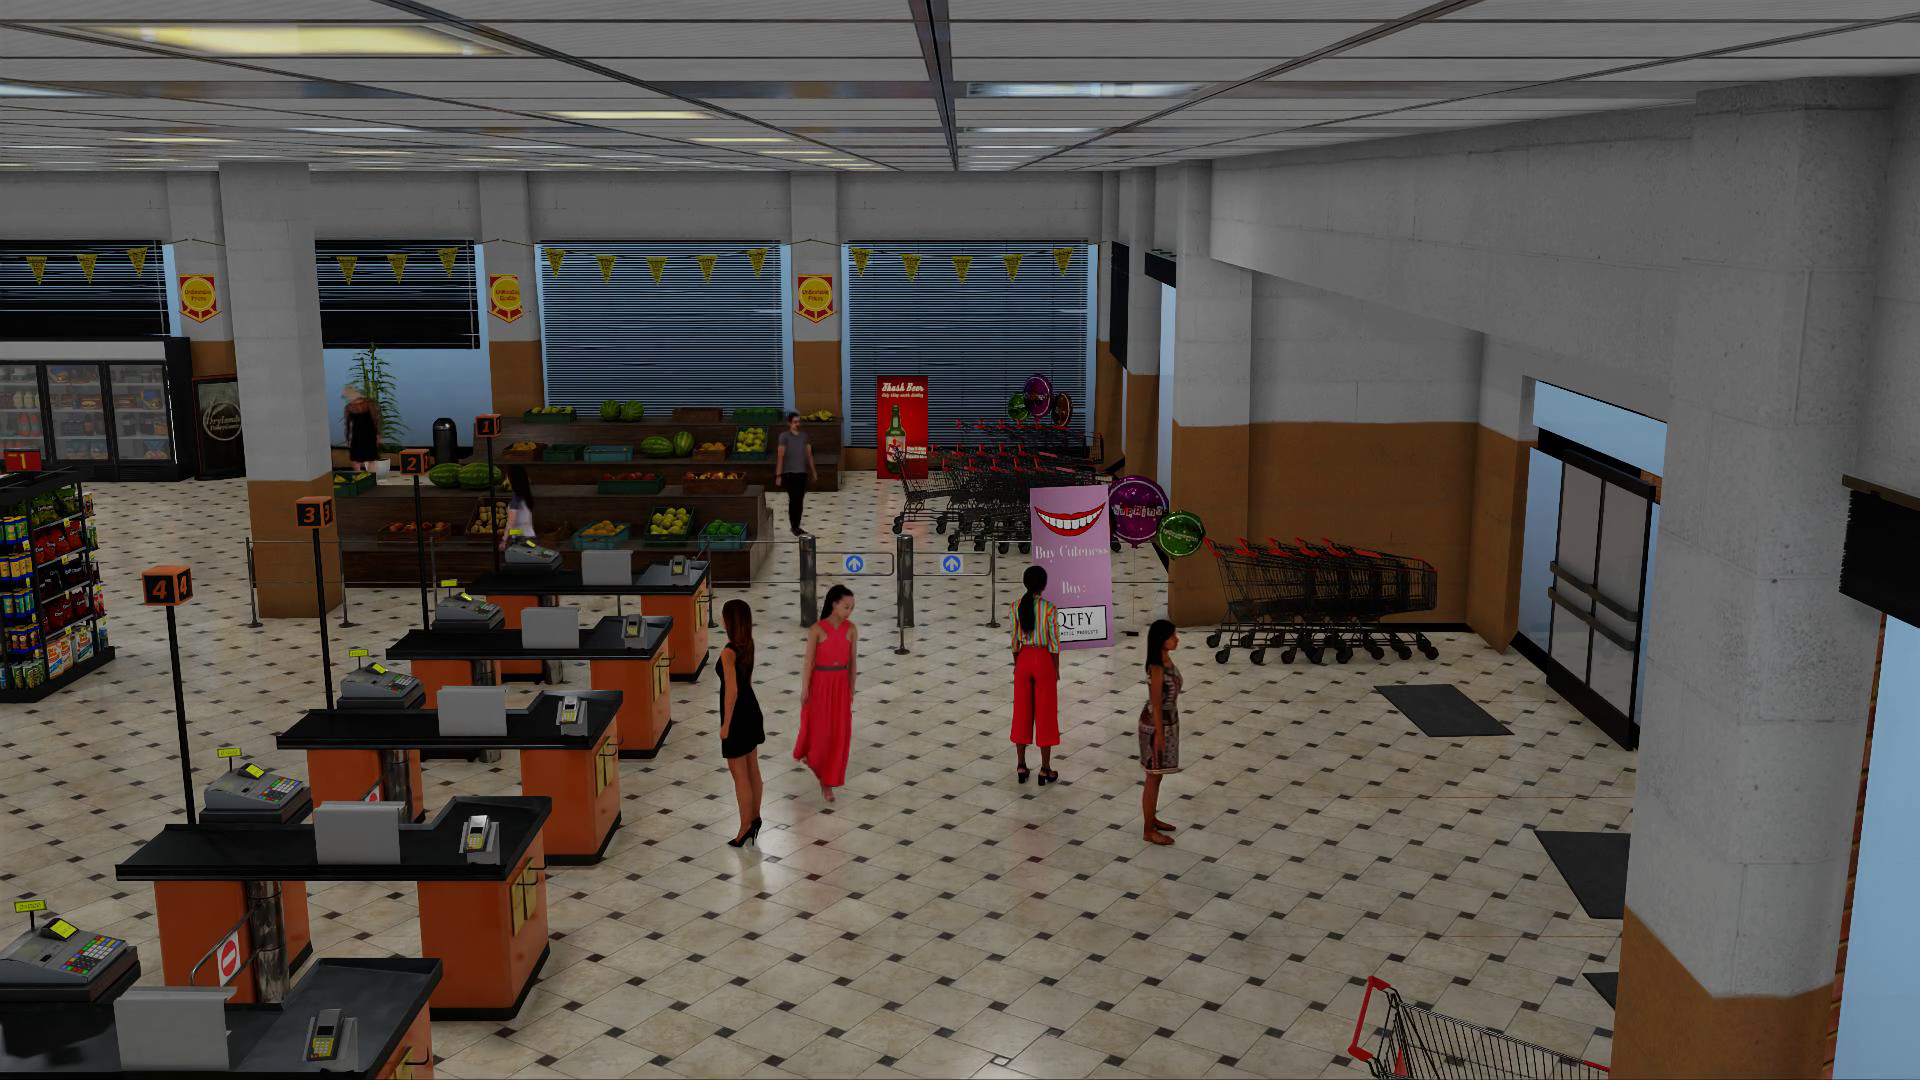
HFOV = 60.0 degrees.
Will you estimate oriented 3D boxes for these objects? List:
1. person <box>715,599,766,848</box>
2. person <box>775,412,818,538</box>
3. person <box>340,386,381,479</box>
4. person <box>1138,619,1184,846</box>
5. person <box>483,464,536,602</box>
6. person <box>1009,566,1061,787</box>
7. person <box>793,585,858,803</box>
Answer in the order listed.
[{"bbox_3d":[-1.589,1.324,12.034,0.634,1.834,0.653,4,13,19],"label":"person"},{"bbox_3d":[-2.322,-0.902,22.841,0.943,1.737,0.871,12,16,43],"label":"person"},{"bbox_3d":[-9.364,-1.591,26.195,0.686,1.704,0.835,-3,12,-13],"label":"person"},{"bbox_3d":[1.456,1.382,12.218,0.623,1.645,0.702,3,12,14],"label":"person"},{"bbox_3d":[-4.844,-0.001,18.717,1.008,1.674,0.634,-1,12,-5],"label":"person"},{"bbox_3d":[0.602,1.075,13.314,0.590,1.793,0.723,5,13,21],"label":"person"},{"bbox_3d":[-1.057,1.179,13.044,0.952,1.701,0.917,-4,13,-19],"label":"person"}]
